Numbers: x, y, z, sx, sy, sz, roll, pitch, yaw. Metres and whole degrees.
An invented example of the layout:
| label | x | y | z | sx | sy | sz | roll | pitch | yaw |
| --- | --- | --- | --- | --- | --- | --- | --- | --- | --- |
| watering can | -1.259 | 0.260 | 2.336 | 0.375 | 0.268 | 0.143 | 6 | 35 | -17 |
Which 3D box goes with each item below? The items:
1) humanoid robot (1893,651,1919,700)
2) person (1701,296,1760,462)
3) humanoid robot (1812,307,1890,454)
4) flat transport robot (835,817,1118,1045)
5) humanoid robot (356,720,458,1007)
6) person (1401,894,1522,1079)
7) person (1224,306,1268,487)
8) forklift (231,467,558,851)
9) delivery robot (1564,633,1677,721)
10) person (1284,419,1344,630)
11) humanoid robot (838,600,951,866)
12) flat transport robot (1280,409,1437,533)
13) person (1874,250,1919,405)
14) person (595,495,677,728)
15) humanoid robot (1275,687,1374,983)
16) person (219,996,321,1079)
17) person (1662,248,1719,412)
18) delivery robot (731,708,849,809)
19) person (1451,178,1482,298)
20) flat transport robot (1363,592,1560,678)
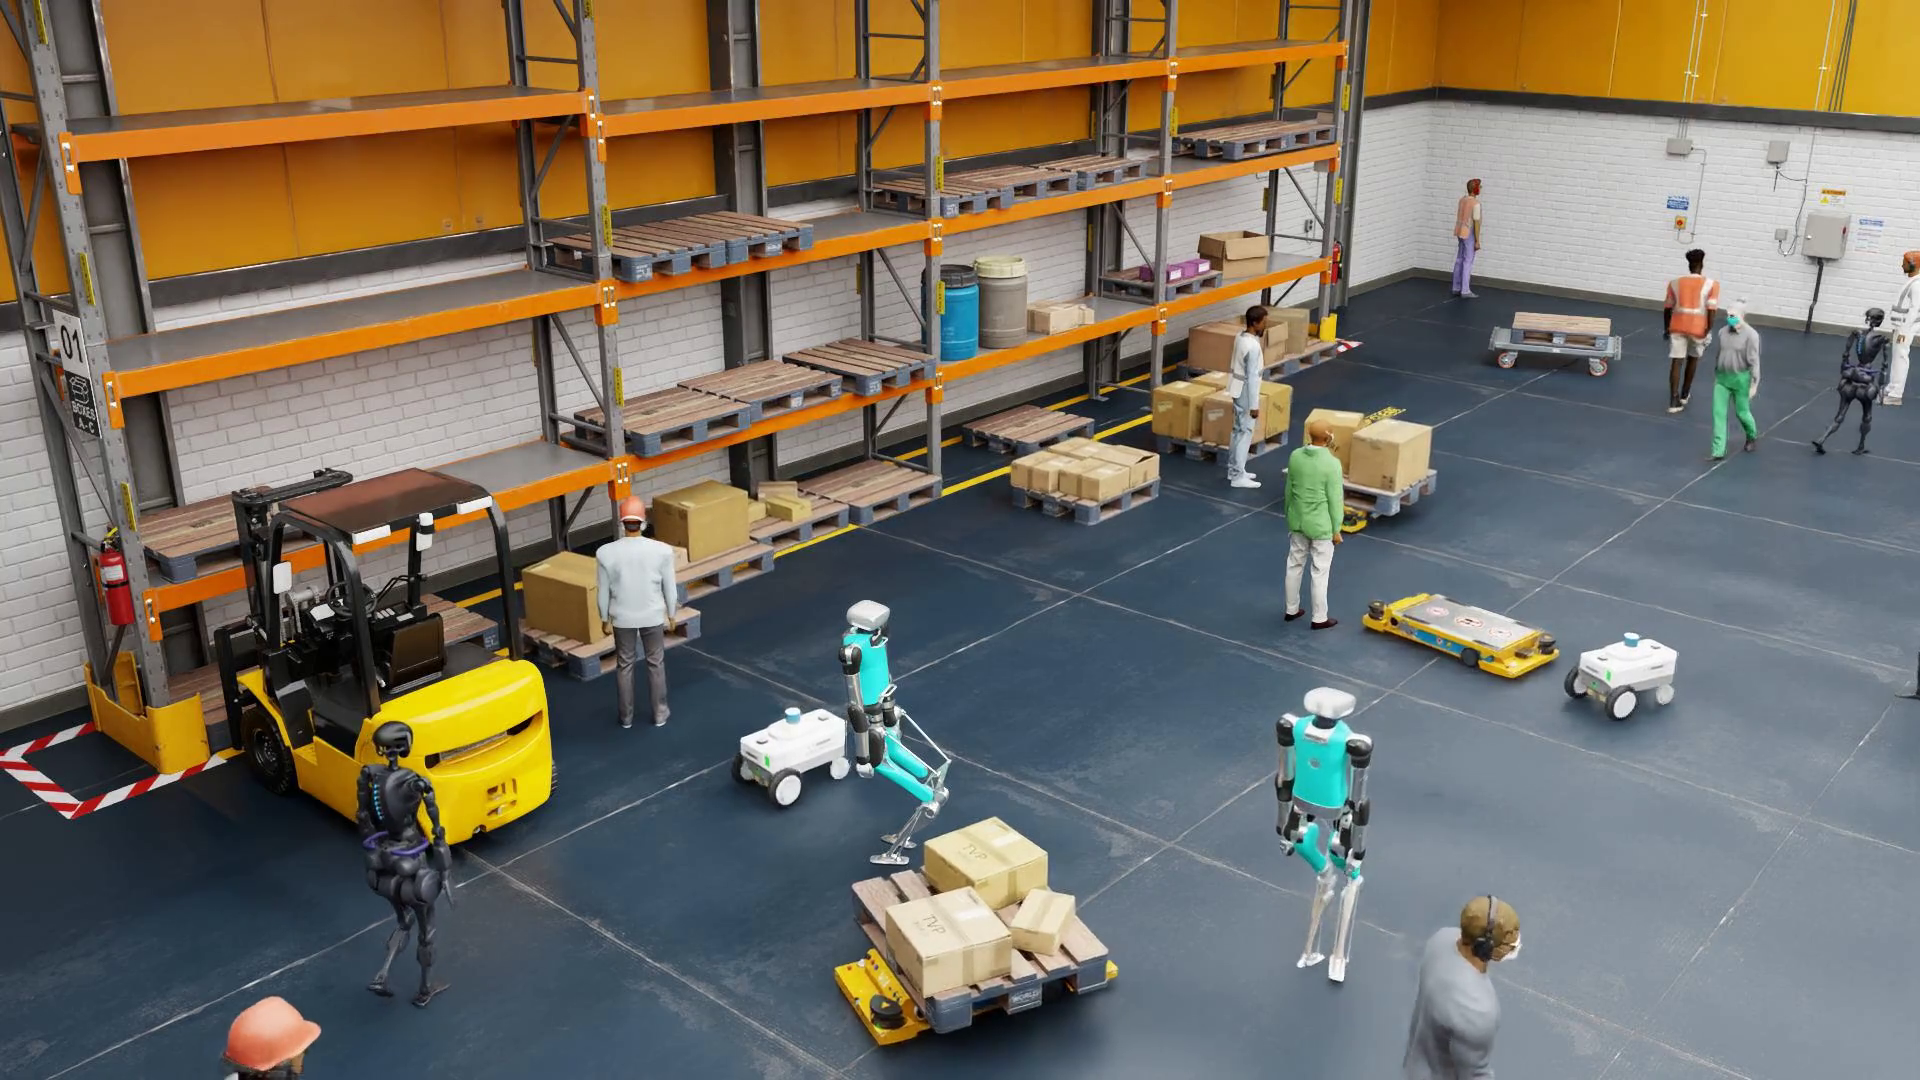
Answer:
| label | x | y | z | sx | sy | sz | roll | pitch | yaw |
| --- | --- | --- | --- | --- | --- | --- | --- | --- | --- |
| humanoid robot | 7.282 | 0.513 | 12.187 | 0.526 | 1.644 | 0.601 | 13 | 24 | 31 |
| person | 8.497 | -1.767 | 18.117 | 0.805 | 1.812 | 0.537 | -12 | 23 | -29 |
| humanoid robot | 9.825 | -1.728 | 18.242 | 0.684 | 1.650 | 0.591 | -9 | 22 | -23 |
| flat transport robot | 0.088 | 2.352 | 9.179 | 1.431 | 0.231 | 0.659 | -9 | 22 | -23 |
| humanoid robot | -2.968 | 1.747 | 8.783 | 0.616 | 1.640 | 0.426 | 9 | 22 | 22 |
| person | 2.162 | 2.311 | 6.928 | 0.911 | 1.899 | 0.660 | 3 | 21 | 9 |
| person | 2.958 | -1.484 | 17.211 | 0.410 | 1.909 | 0.595 | -1 | 20 | -4 |
| forklift | -3.730 | 0.710 | 10.856 | 2.313 | 2.155 | 1.214 | 17 | 26 | 38 |
| delivery robot | 4.970 | 1.002 | 12.450 | 0.812 | 0.614 | 0.499 | -9 | 22 | -22 |
| person | 2.919 | -0.135 | 13.731 | 0.384 | 1.784 | 0.539 | -18 | 27 | -40 |
| humanoid robot | -0.334 | 1.189 | 10.016 | 0.735 | 1.677 | 0.533 | 7 | 21 | 18 |
| flat transport robot | 3.962 | -0.393 | 16.615 | 0.659 | 0.231 | 1.431 | 16 | 26 | 37 |
| person | 11.464 | -2.586 | 20.224 | 0.354 | 1.886 | 0.572 | 8 | 22 | 21 |
| person | -2.327 | 0.521 | 12.011 | 0.572 | 1.742 | 0.352 | -4 | 21 | -10 |
| humanoid robot | 2.046 | 1.573 | 9.135 | 0.530 | 1.778 | 0.662 | 14 | 25 | 34 |
| person | -2.460 | 2.576 | 6.042 | 0.607 | 2.025 | 0.639 | 15 | 25 | 35 |
| person | 8.787 | -2.546 | 20.090 | 0.617 | 1.890 | 0.930 | 11 | 23 | 28 |
| delivery robot | -1.123 | 1.423 | 11.268 | 0.772 | 0.585 | 0.499 | -17 | 26 | -39 |
| person | 7.965 | -4.734 | 26.095 | 0.391 | 1.849 | 0.564 | -5 | 21 | -13 |
| flat transport robot | 4.063 | 0.745 | 13.531 | 0.659 | 0.231 | 1.431 | -16 | 26 | -37 |
